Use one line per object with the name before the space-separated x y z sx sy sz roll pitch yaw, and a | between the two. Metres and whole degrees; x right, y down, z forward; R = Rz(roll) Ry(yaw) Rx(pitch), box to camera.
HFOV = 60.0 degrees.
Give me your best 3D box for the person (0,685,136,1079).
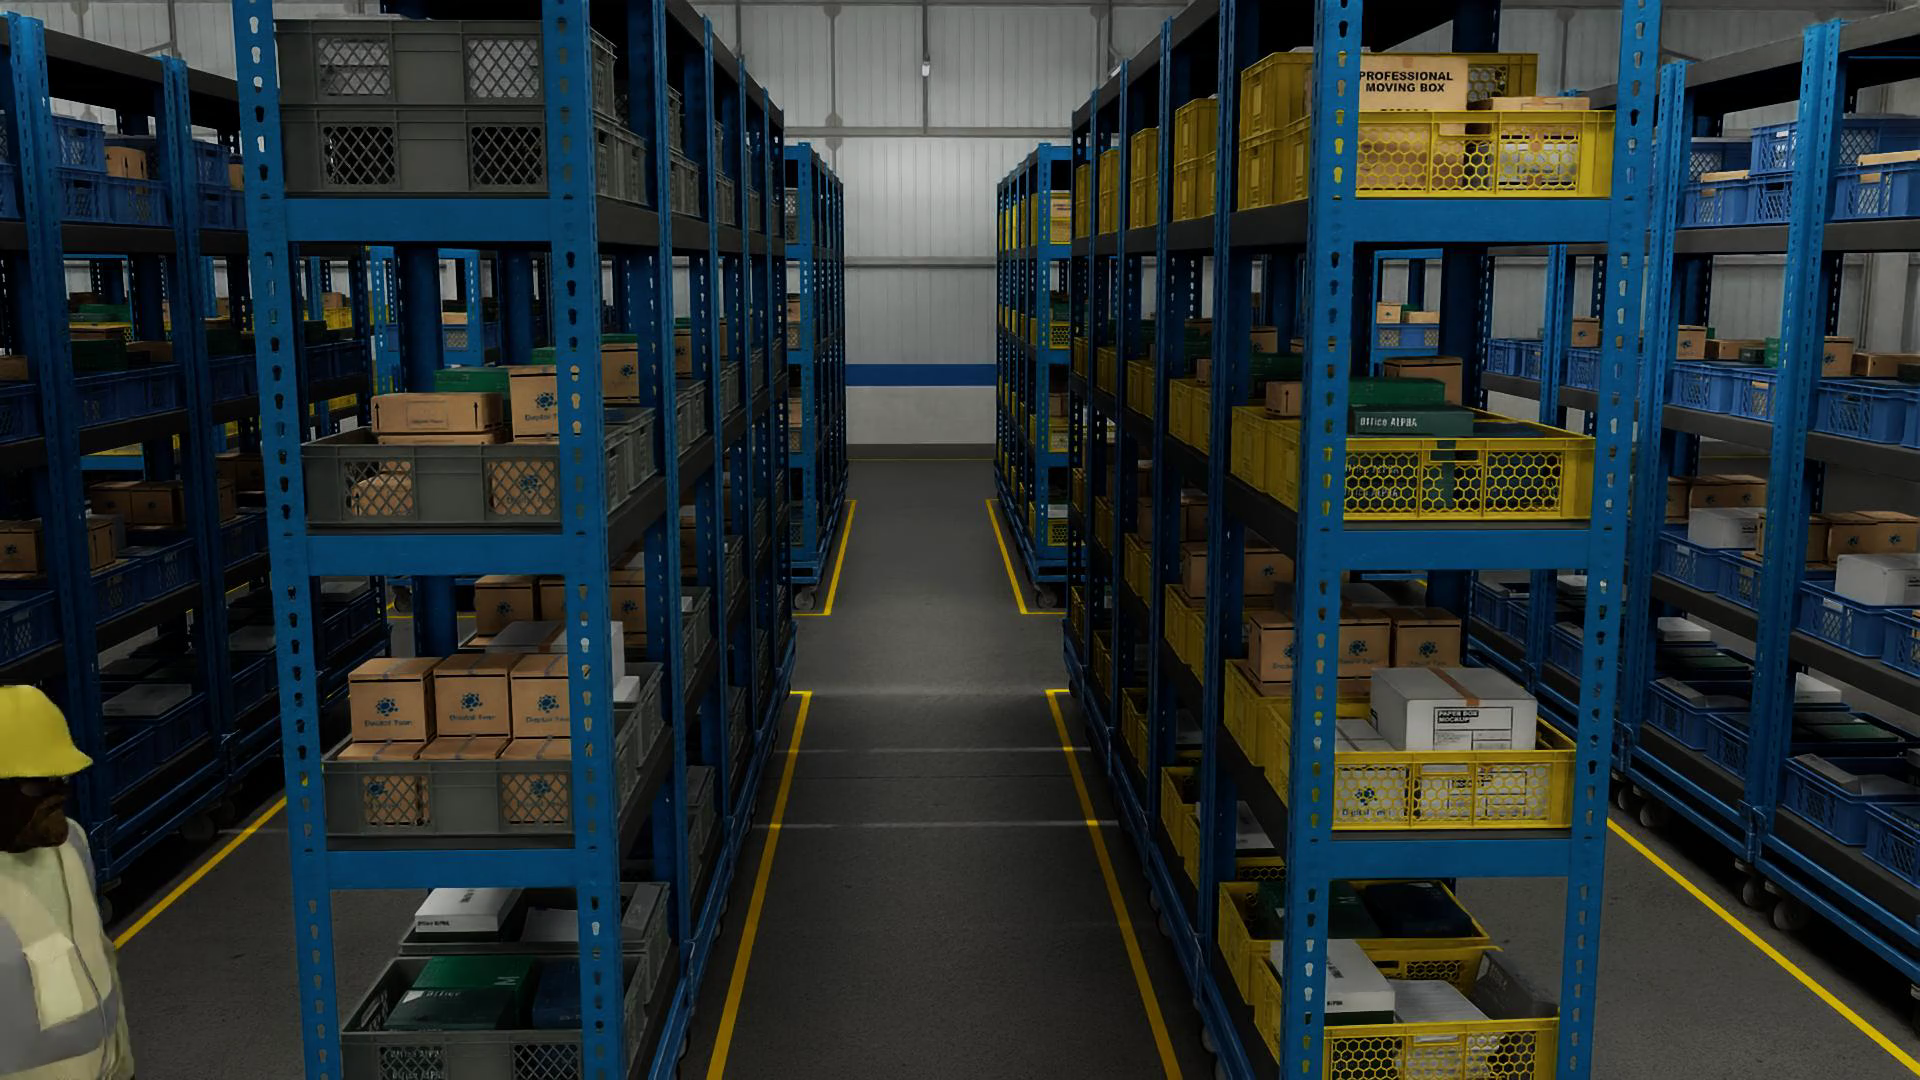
person | -1.986 1.201 3.576 0.459 1.816 0.623 0 9 0
